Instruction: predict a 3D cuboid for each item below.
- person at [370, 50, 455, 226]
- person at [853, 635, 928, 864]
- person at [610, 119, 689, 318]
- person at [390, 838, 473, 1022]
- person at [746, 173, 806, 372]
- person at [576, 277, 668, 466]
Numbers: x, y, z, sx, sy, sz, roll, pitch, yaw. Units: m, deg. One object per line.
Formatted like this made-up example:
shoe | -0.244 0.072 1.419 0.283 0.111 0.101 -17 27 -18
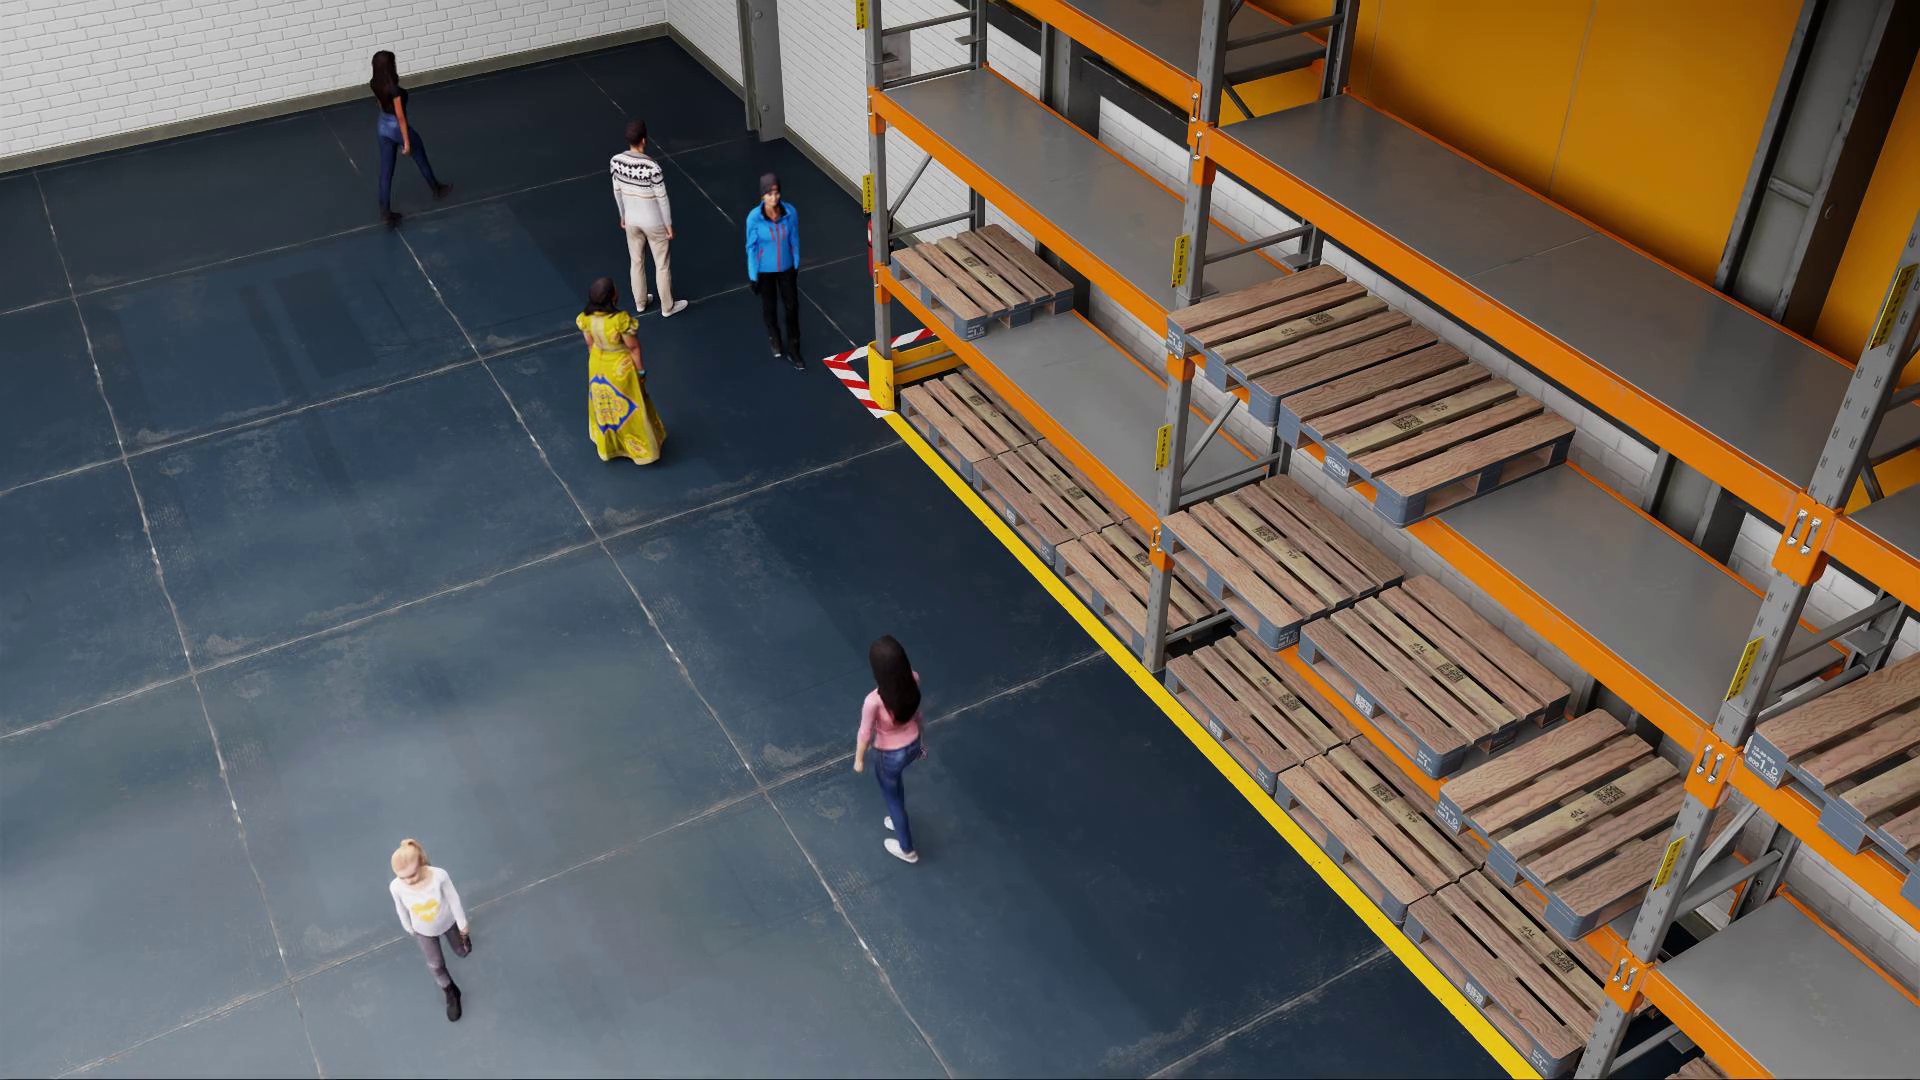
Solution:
person | -5.624 -3.927 16.397 1.178 1.683 1.061 19 42 22
person | -0.329 1.291 9.826 0.665 1.731 0.710 -32 48 -33
person | -2.831 -2.883 14.948 0.735 1.860 0.824 13 40 16
person | -2.911 2.078 9.216 0.579 1.263 0.795 -12 40 -15
person | -1.630 -2.375 14.379 0.756 1.777 0.893 -8 39 -10
person | -2.720 -1.339 13.176 0.983 1.661 1.061 13 40 15
